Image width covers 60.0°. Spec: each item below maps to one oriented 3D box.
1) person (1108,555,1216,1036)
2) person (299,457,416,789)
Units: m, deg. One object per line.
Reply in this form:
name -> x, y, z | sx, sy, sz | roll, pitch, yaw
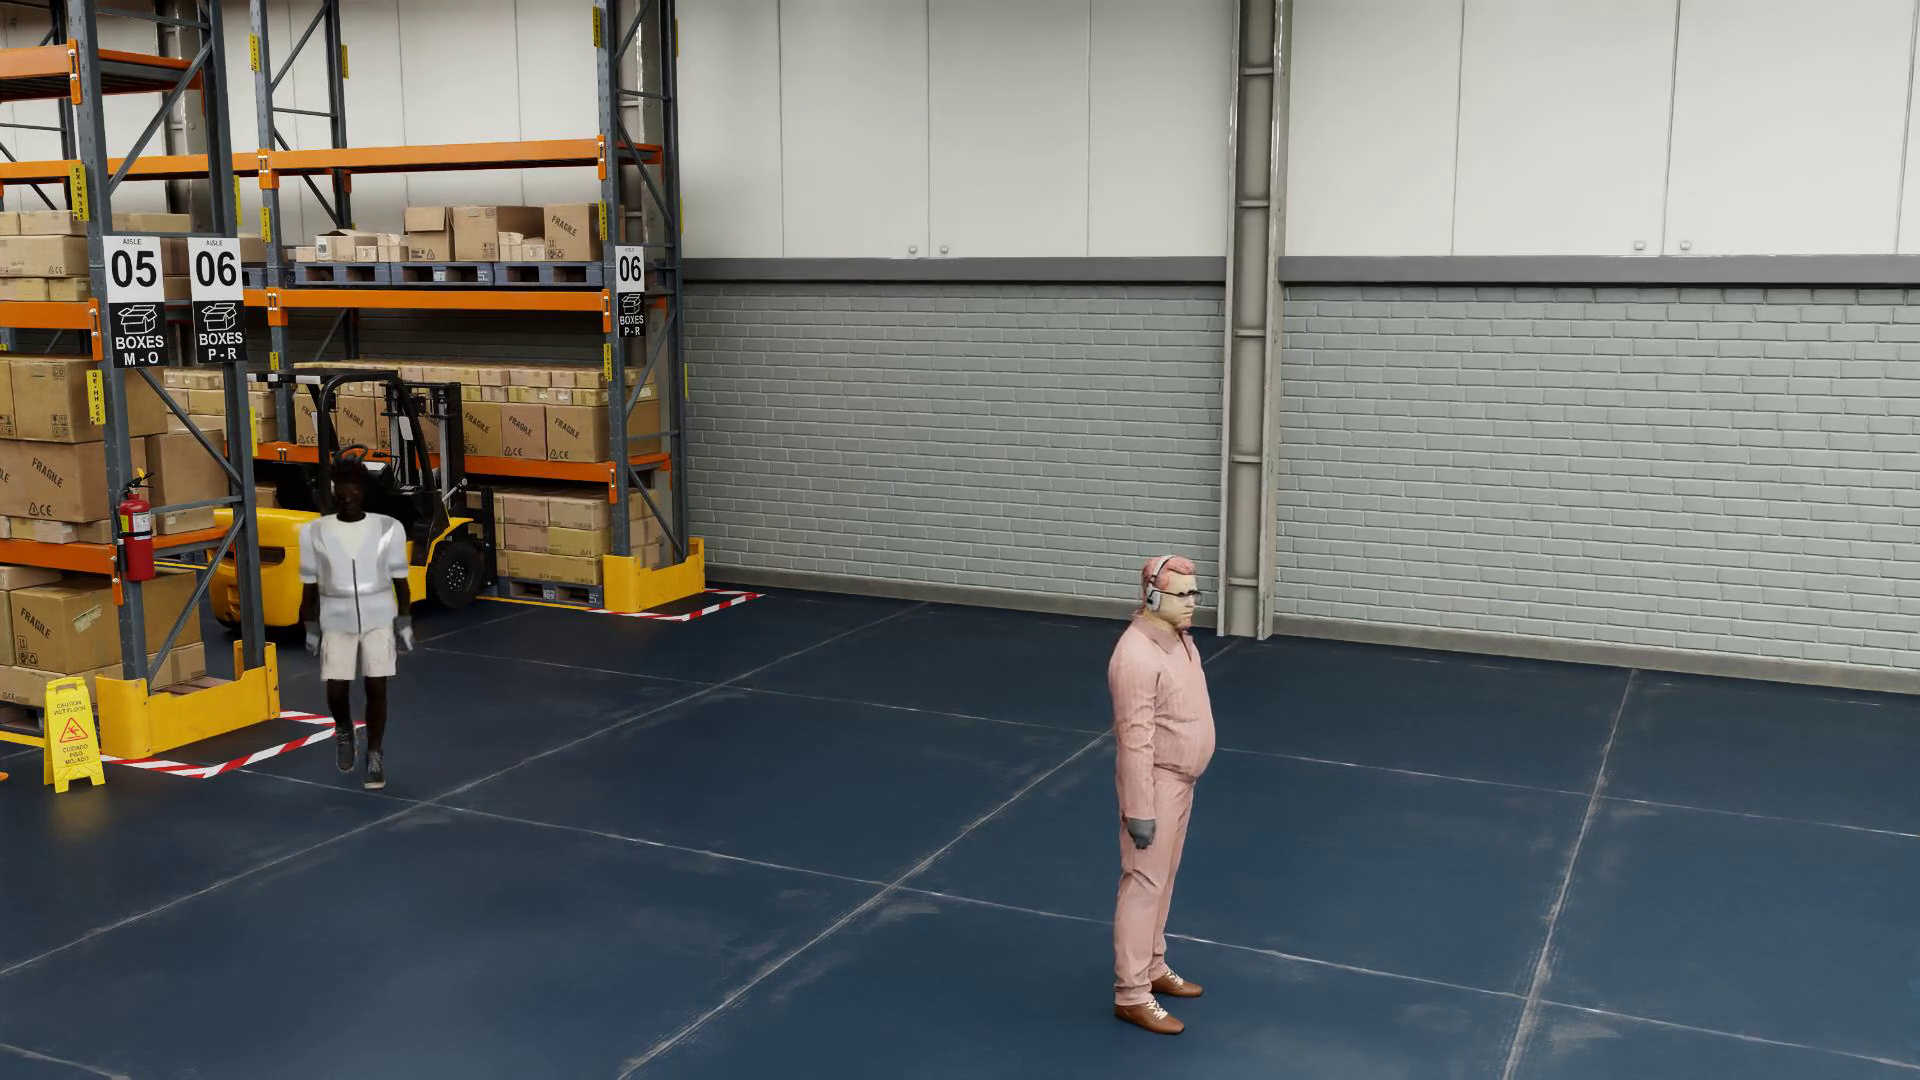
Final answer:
person -> 0.822, 1.000, 6.707 | 0.404, 1.904, 0.651 | 3, 10, 20
person -> -3.522, 0.480, 9.748 | 0.624, 1.949, 0.437 | -3, 10, -20
